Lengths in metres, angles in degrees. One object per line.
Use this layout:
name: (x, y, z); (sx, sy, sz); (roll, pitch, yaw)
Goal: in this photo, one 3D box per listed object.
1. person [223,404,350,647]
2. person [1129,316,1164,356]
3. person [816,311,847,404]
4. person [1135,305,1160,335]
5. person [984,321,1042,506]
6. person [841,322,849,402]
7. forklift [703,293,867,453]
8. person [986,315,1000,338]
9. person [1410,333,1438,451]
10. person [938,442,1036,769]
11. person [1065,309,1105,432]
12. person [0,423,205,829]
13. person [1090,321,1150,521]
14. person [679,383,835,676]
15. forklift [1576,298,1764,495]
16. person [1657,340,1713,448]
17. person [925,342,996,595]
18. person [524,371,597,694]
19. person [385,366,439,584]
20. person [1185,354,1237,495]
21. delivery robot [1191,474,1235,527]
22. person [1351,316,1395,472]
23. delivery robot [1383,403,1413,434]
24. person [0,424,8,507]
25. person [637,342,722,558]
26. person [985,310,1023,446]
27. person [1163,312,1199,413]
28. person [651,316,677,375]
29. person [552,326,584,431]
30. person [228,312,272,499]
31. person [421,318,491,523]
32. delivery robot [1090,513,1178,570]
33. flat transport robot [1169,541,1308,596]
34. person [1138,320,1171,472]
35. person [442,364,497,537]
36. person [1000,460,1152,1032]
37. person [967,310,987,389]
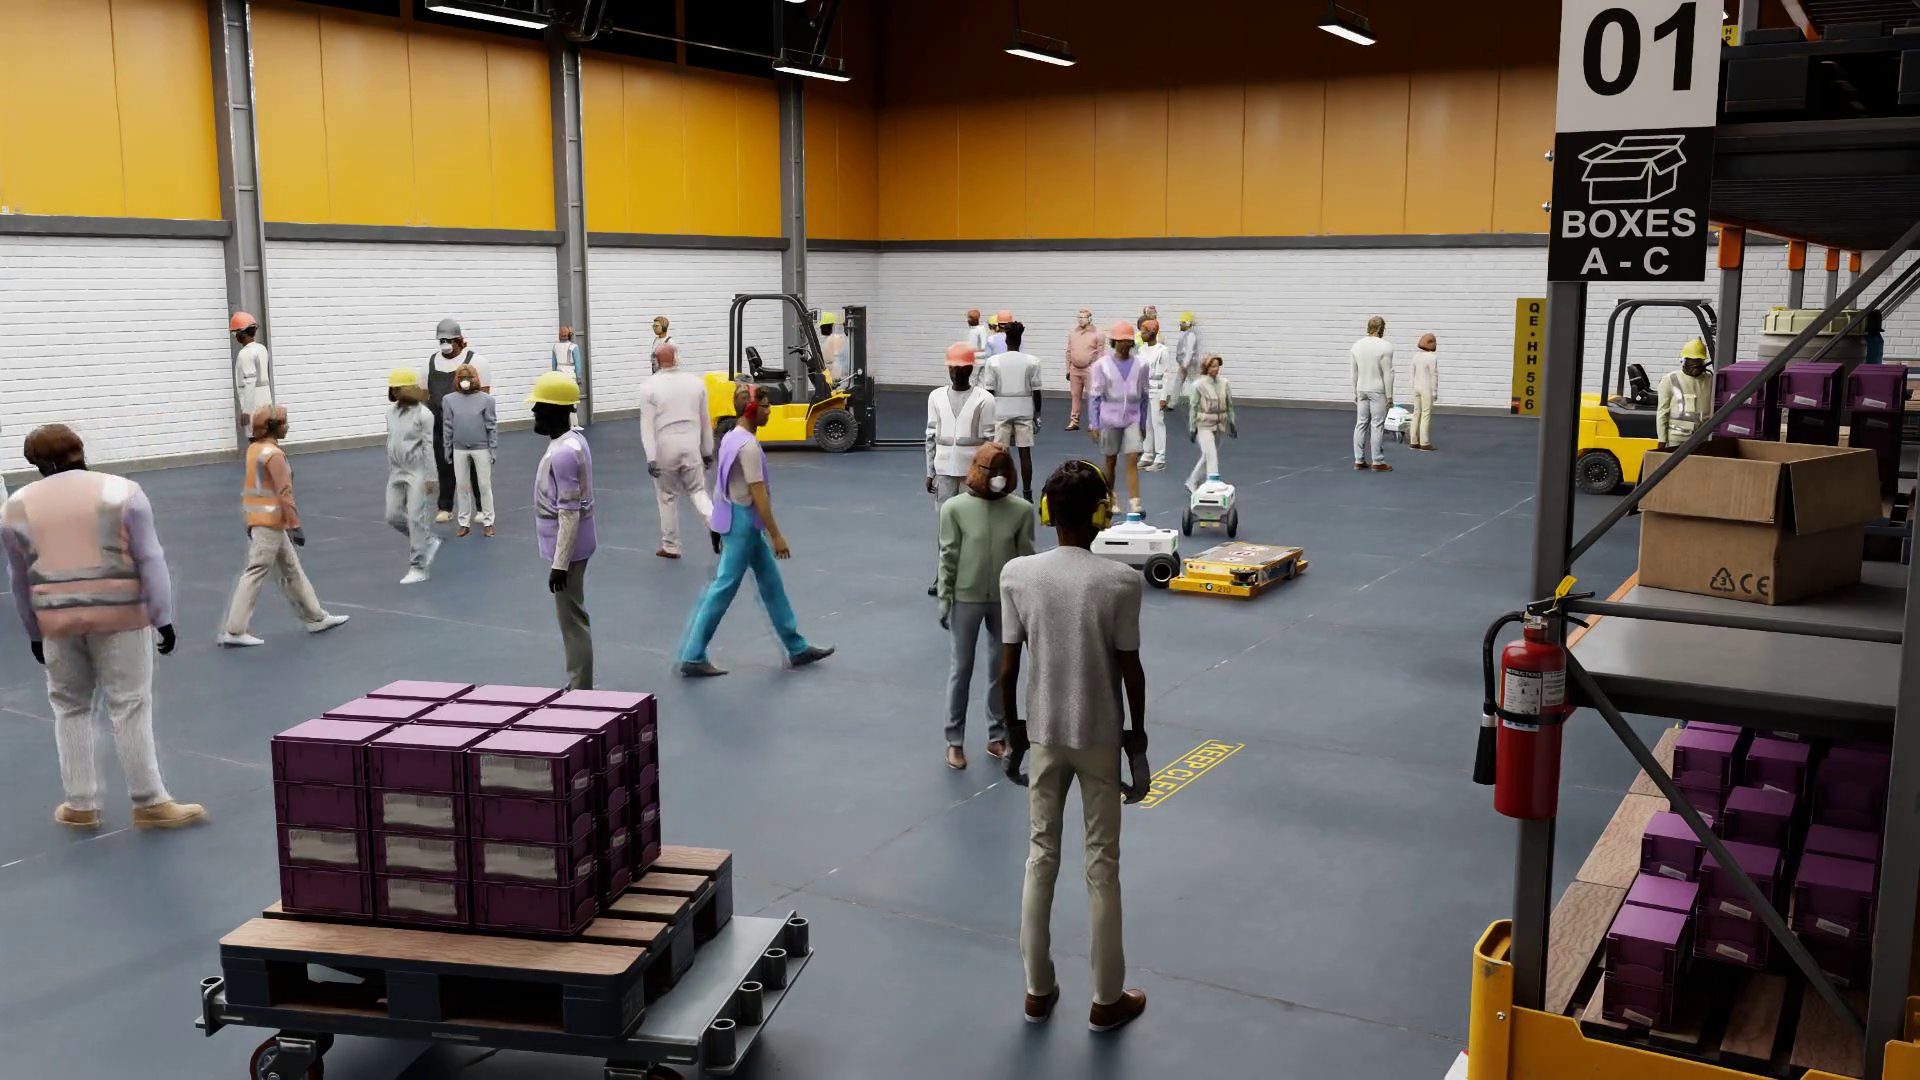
person: (-4.543, -0.104, 11.058); (0.859, 1.589, 0.549); (-7, 11, -35)
person: (2.902, -2.648, 26.354); (0.634, 1.792, 1.011); (-1, 9, -4)
person: (-1.894, -2.517, 25.209); (0.854, 1.896, 0.590); (-5, 10, -27)
person: (3.254, -3.059, 28.518); (0.410, 1.913, 0.643); (6, 11, 32)
person: (0.557, -1.314, 17.452); (0.613, 1.963, 0.361); (0, 9, -1)
person: (-1.792, -2.786, 27.495); (0.320, 1.692, 0.531); (-9, 12, -43)
forklift: (-2.458, -2.344, 23.176); (2.313, 2.155, 1.214); (0, 9, -2)
person: (0.573, -2.863, 27.740); (0.306, 1.770, 0.525); (0, 9, -2)
person: (6.463, -2.056, 23.121); (0.266, 1.631, 0.507); (-3, 10, -21)
person: (0.136, 0.322, 8.306); (0.506, 1.631, 0.294); (-3, 10, -17)
person: (1.928, -2.643, 25.933); (0.641, 1.909, 0.409); (5, 10, 28)
person: (-3.774, 0.388, 7.375); (0.770, 1.812, 0.433); (-1, 9, -7)
person: (1.605, -1.178, 16.543); (0.629, 1.980, 1.064); (-1, 9, -8)
person: (-1.281, -0.059, 10.170); (0.988, 1.792, 0.572); (-2, 9, -11)
forklift: (7.954, -1.589, 18.462); (2.313, 2.155, 1.214); (5, 11, 30)
person: (6.945, -0.992, 15.870); (0.603, 1.828, 0.404); (-1, 9, -9)
person: (-0.004, -0.535, 12.672); (0.545, 1.942, 0.349); (2, 9, 15)
person: (-2.165, 0.046, 9.078); (0.356, 1.930, 0.586); (-2, 9, -12)
person: (-4.358, -0.527, 13.293); (0.487, 1.732, 0.480); (4, 10, 25)
person: (2.663, -1.204, 17.890); (0.514, 1.608, 0.817); (-6, 11, -32)
delivery robot: (2.393, -0.383, 15.717); (0.477, 0.478, 0.707); (3, 9, 15)
person: (5.128, -1.811, 20.654); (0.373, 1.936, 0.629); (-7, 11, -37)
delivery robot: (6.386, -1.758, 24.323); (0.477, 0.478, 0.707); (-3, 10, -19)
person: (-8.973, -0.937, 15.203); (0.627, 1.934, 0.370); (8, 12, 40)
person: (-2.370, -0.737, 14.154); (0.664, 1.875, 0.739); (-7, 11, -37)
person: (0.635, -2.300, 23.683); (0.550, 1.942, 0.346); (1, 9, 7)
person: (4.030, -3.112, 29.257); (0.923, 1.789, 0.602); (-1, 9, -7)
person: (-4.285, -2.303, 23.999); (0.506, 1.847, 0.343); (8, 12, 43)
person: (-6.140, -2.519, 25.991); (0.522, 1.638, 0.311); (4, 10, 24)
person: (-7.748, -1.466, 18.184); (0.394, 2.037, 0.605); (-1, 9, -7)
person: (-4.967, -1.173, 16.341); (0.688, 2.000, 0.539); (0, 9, 2)
delivery robot: (1.369, 0.031, 13.161); (0.707, 0.478, 0.477); (1, 9, 8)
flat transport robot: (2.232, 0.213, 13.197); (0.652, 0.197, 1.431); (5, 10, 29)
person: (2.384, -1.792, 20.688); (0.337, 1.883, 0.585); (-5, 10, -29)
person: (-4.561, -0.831, 15.506); (0.502, 1.627, 0.282); (0, 9, -1)
person: (0.375, 0.666, 5.420); (0.520, 1.865, 0.327); (4, 10, 22)
person: (0.248, -3.008, 28.464); (0.464, 1.855, 0.633); (5, 10, 29)
